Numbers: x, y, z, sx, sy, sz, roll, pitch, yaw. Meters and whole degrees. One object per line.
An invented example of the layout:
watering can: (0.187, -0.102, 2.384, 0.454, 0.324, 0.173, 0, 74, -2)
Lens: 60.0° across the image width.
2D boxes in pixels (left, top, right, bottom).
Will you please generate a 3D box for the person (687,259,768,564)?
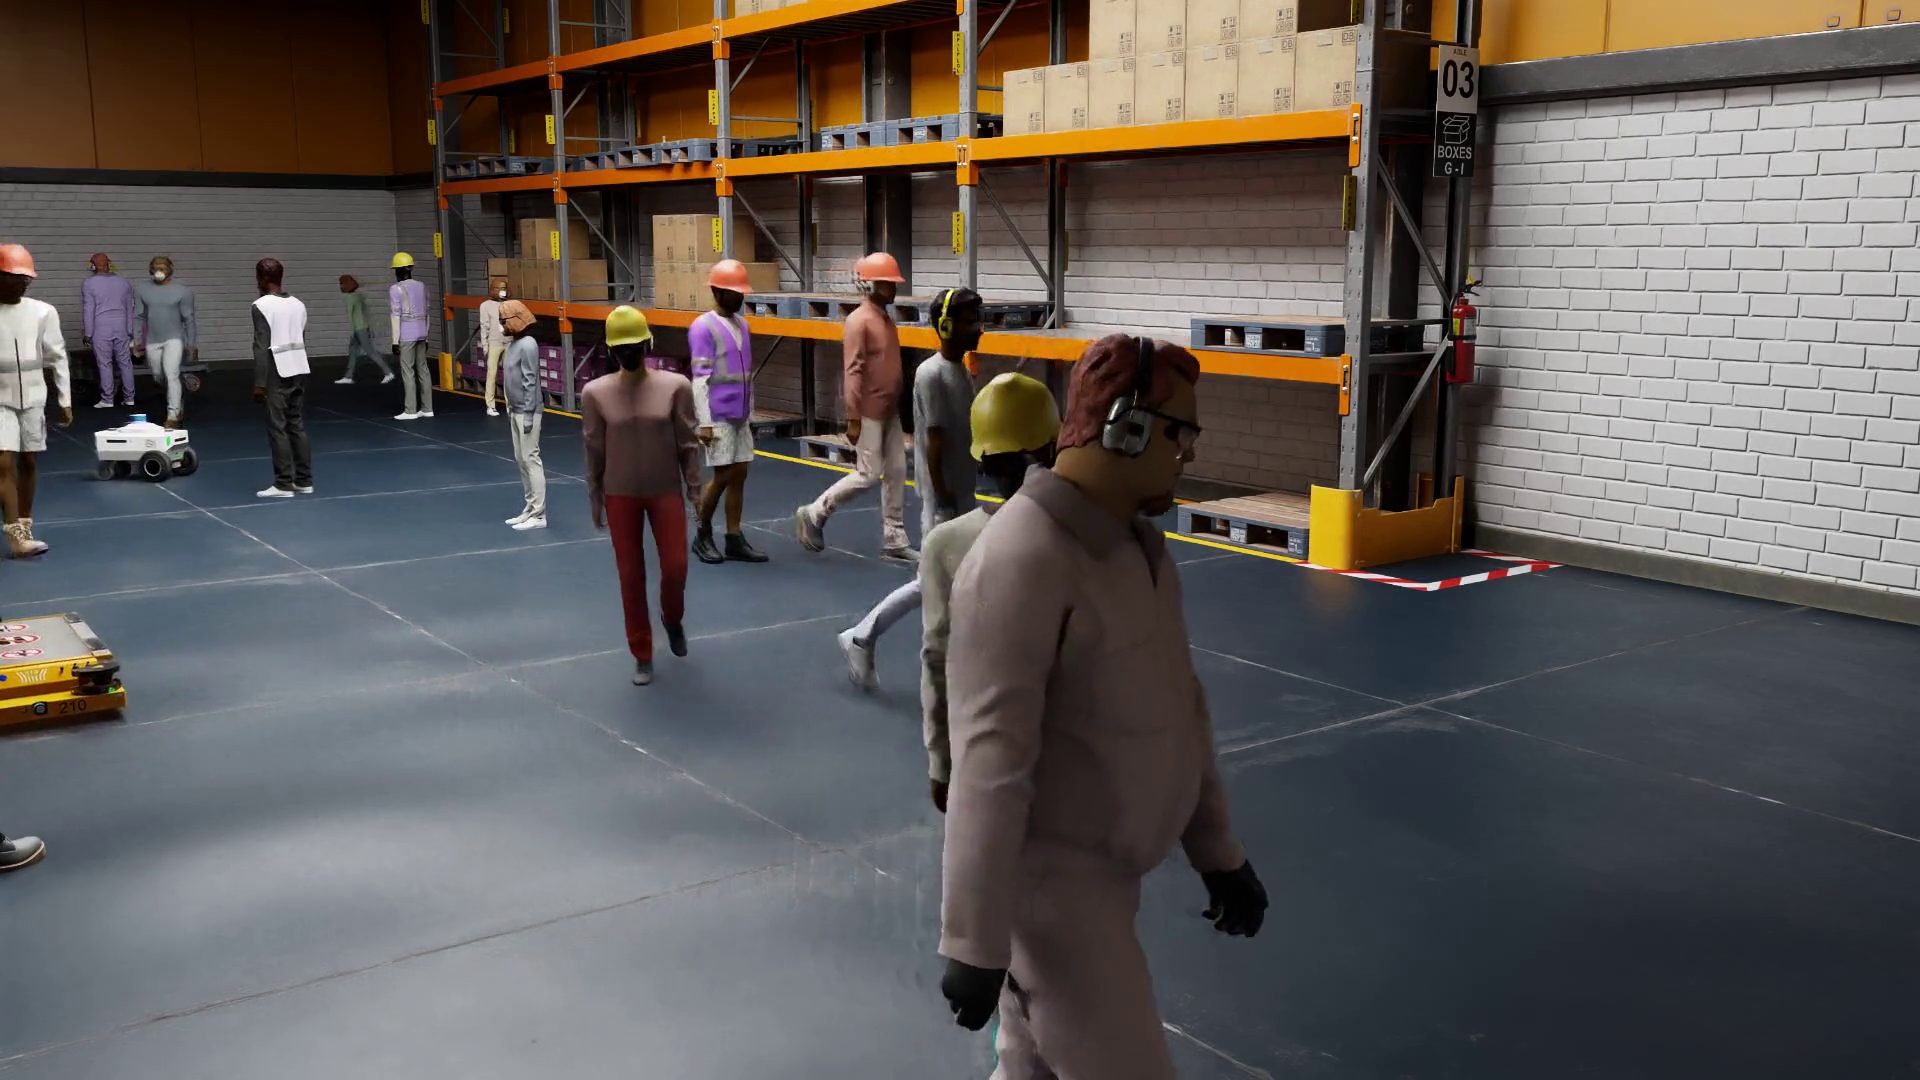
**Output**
person: (-1.476, -0.800, 10.508, 0.470, 1.925, 0.565, 5, 11, 28)

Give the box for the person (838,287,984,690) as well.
person: (-0.102, -0.194, 7.357, 0.862, 1.847, 0.521, 5, 11, 26)

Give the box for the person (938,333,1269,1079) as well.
person: (0.282, 0.594, 2.844, 0.718, 1.874, 0.663, 4, 11, 21)

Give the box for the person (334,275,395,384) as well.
person: (-8.596, -3.031, 23.974, 0.853, 1.576, 0.496, -1, 10, -6)

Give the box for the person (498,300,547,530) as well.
person: (-3.128, -0.891, 11.854, 0.298, 1.623, 0.503, -6, 12, -30)

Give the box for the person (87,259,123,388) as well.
person: (-11.971, -3.001, 23.216, 0.692, 1.808, 0.493, 7, 12, 34)

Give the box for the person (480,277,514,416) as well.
person: (-5.416, -2.278, 19.619, 0.494, 1.626, 0.285, -10, 14, -44)

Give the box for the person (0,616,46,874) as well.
person: (-3.294, 0.101, 5.250, 0.608, 1.995, 0.376, 3, 11, 17)

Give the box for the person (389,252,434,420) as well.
person: (-6.347, -2.344, 19.168, 0.397, 1.918, 0.588, 4, 11, 23)

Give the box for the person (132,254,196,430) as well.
person: (-8.738, -2.191, 18.352, 0.637, 1.911, 0.881, -1, 10, -4)

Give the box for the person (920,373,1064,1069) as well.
person: (0.190, 0.474, 3.841, 0.568, 1.735, 0.694, 0, 10, 0)

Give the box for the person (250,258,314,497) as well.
person: (-5.426, -1.296, 13.337, 0.399, 1.908, 0.599, 2, 10, 13)

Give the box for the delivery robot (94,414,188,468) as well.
delivery robot: (-7.023, -0.836, 14.270, 0.707, 0.478, 0.477, 1, 10, 5)

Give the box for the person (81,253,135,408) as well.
person: (-10.493, -2.568, 20.468, 0.406, 1.902, 0.638, 6, 12, 31)

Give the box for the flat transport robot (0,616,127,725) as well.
flat transport robot: (-4.252, 0.561, 7.504, 0.652, 0.197, 1.431, -7, 12, -35)

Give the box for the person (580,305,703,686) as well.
person: (-1.465, -0.210, 7.689, 0.538, 1.745, 0.467, -2, 10, -9)

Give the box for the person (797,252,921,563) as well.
person: (-0.608, -0.823, 10.508, 0.772, 1.974, 0.625, 4, 11, 20)

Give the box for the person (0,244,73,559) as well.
person: (-6.050, -0.882, 10.731, 0.861, 2.010, 0.638, 9, 13, 40)
